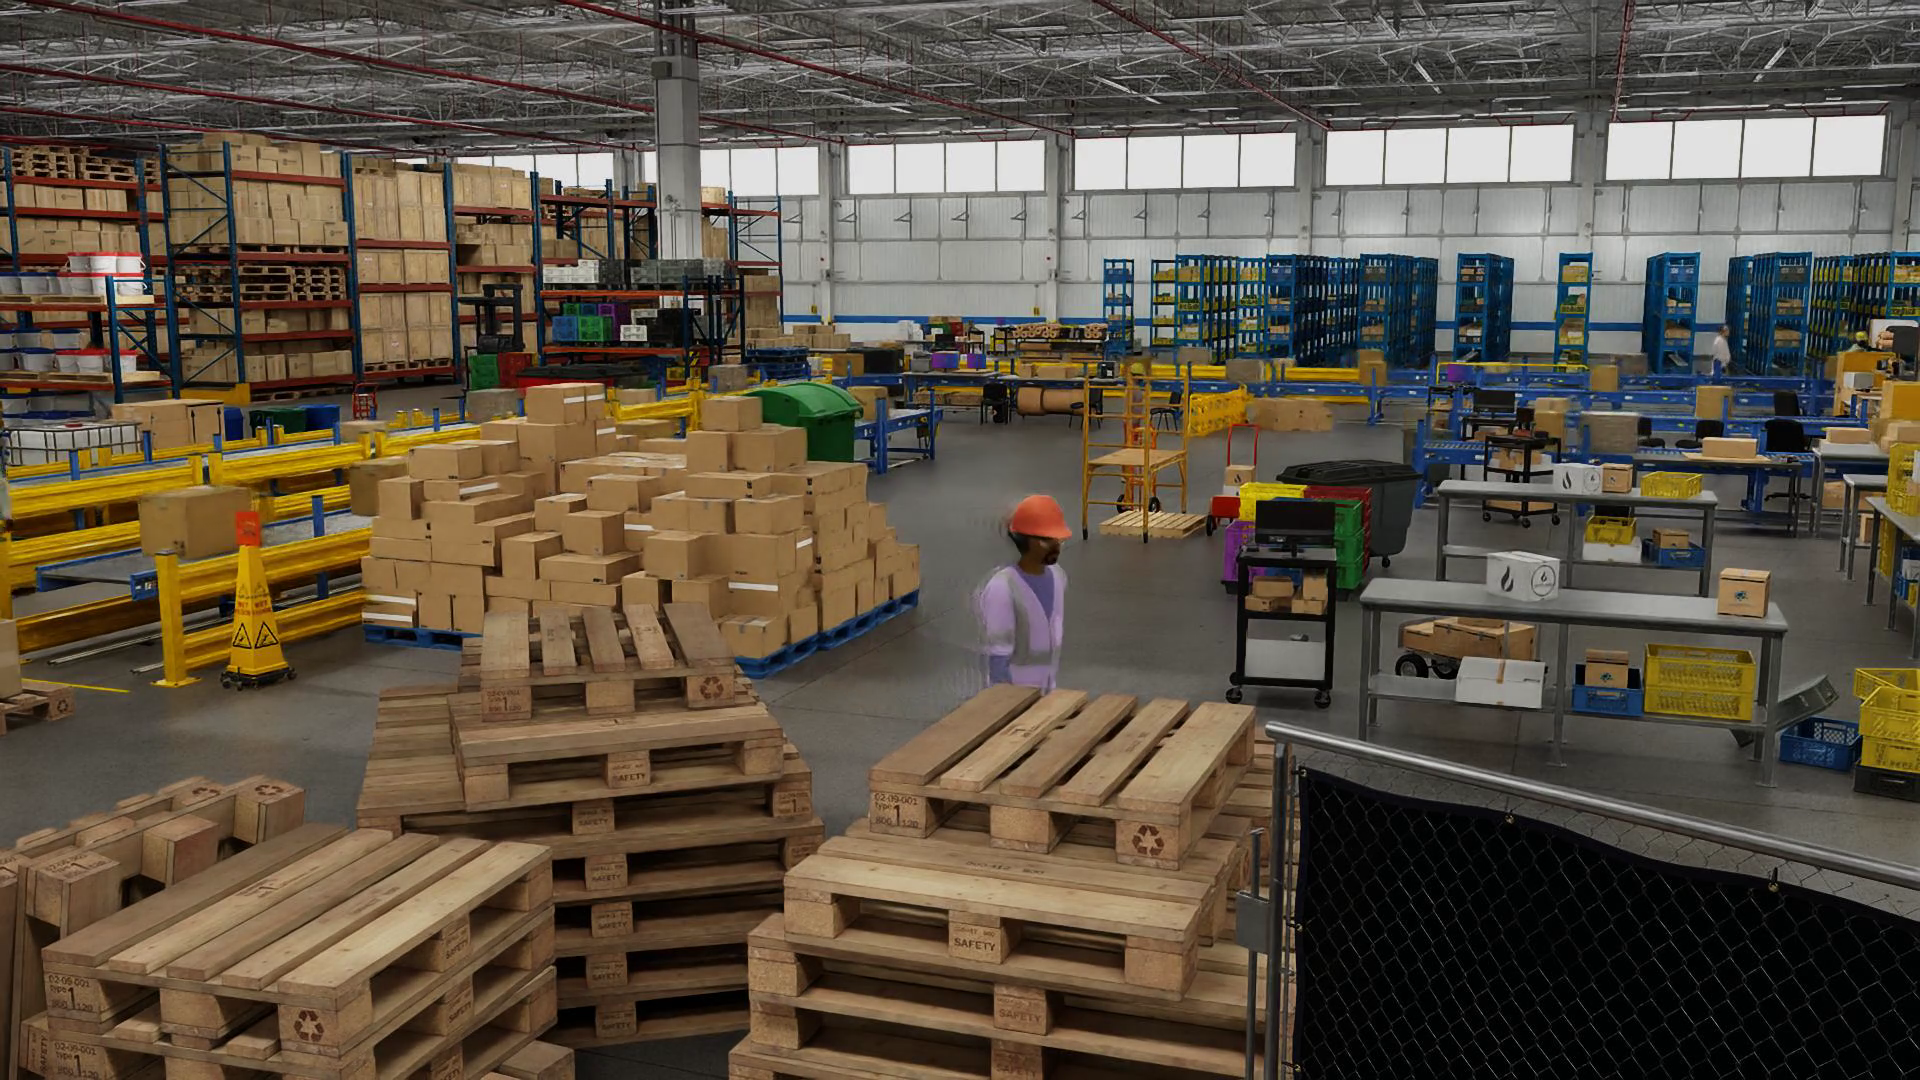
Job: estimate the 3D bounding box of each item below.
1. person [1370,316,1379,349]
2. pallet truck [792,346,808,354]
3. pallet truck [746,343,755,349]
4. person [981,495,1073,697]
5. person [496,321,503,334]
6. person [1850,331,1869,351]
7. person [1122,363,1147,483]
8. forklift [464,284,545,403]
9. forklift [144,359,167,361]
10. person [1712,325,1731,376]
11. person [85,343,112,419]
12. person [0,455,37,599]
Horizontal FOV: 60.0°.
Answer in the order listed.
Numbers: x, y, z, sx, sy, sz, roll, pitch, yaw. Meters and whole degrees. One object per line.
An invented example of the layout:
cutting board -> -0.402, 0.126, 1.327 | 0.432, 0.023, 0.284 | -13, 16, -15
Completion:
person -> 13.099, -6.331, 52.659 | 0.415, 1.985, 0.611 | 3, 10, 19
pallet truck -> -3.705, -4.298, 42.022 | 0.653, 1.274, 1.630 | 3, 10, 20
pallet truck -> -6.183, -4.618, 44.264 | 1.601, 1.201, 0.680 | -9, 12, -43
person -> 0.340, 0.764, 8.110 | 1.063, 1.981, 0.631 | 8, 12, 40
person -> -11.477, -4.500, 41.415 | 0.642, 1.893, 0.844 | 7, 11, 36
person -> 19.797, -3.698, 36.664 | 0.433, 1.810, 0.604 | 9, 13, 44
person -> 2.556, -1.710, 24.324 | 0.330, 1.765, 0.533 | 3, 10, 19
forklift -> -10.832, -4.702, 39.610 | 1.129, 2.768, 1.873 | 3, 10, 20
forklift -> -27.848, -7.715, 58.534 | 1.129, 2.768, 1.873 | 3, 10, 20
person -> 17.653, -4.068, 38.792 | 0.868, 1.875, 0.645 | 5, 10, 30
person -> -18.214, -3.343, 35.069 | 0.778, 1.604, 0.500 | 1, 9, 7
person -> -8.973, -0.277, 15.253 | 0.604, 1.791, 0.940 | 4, 10, 24
